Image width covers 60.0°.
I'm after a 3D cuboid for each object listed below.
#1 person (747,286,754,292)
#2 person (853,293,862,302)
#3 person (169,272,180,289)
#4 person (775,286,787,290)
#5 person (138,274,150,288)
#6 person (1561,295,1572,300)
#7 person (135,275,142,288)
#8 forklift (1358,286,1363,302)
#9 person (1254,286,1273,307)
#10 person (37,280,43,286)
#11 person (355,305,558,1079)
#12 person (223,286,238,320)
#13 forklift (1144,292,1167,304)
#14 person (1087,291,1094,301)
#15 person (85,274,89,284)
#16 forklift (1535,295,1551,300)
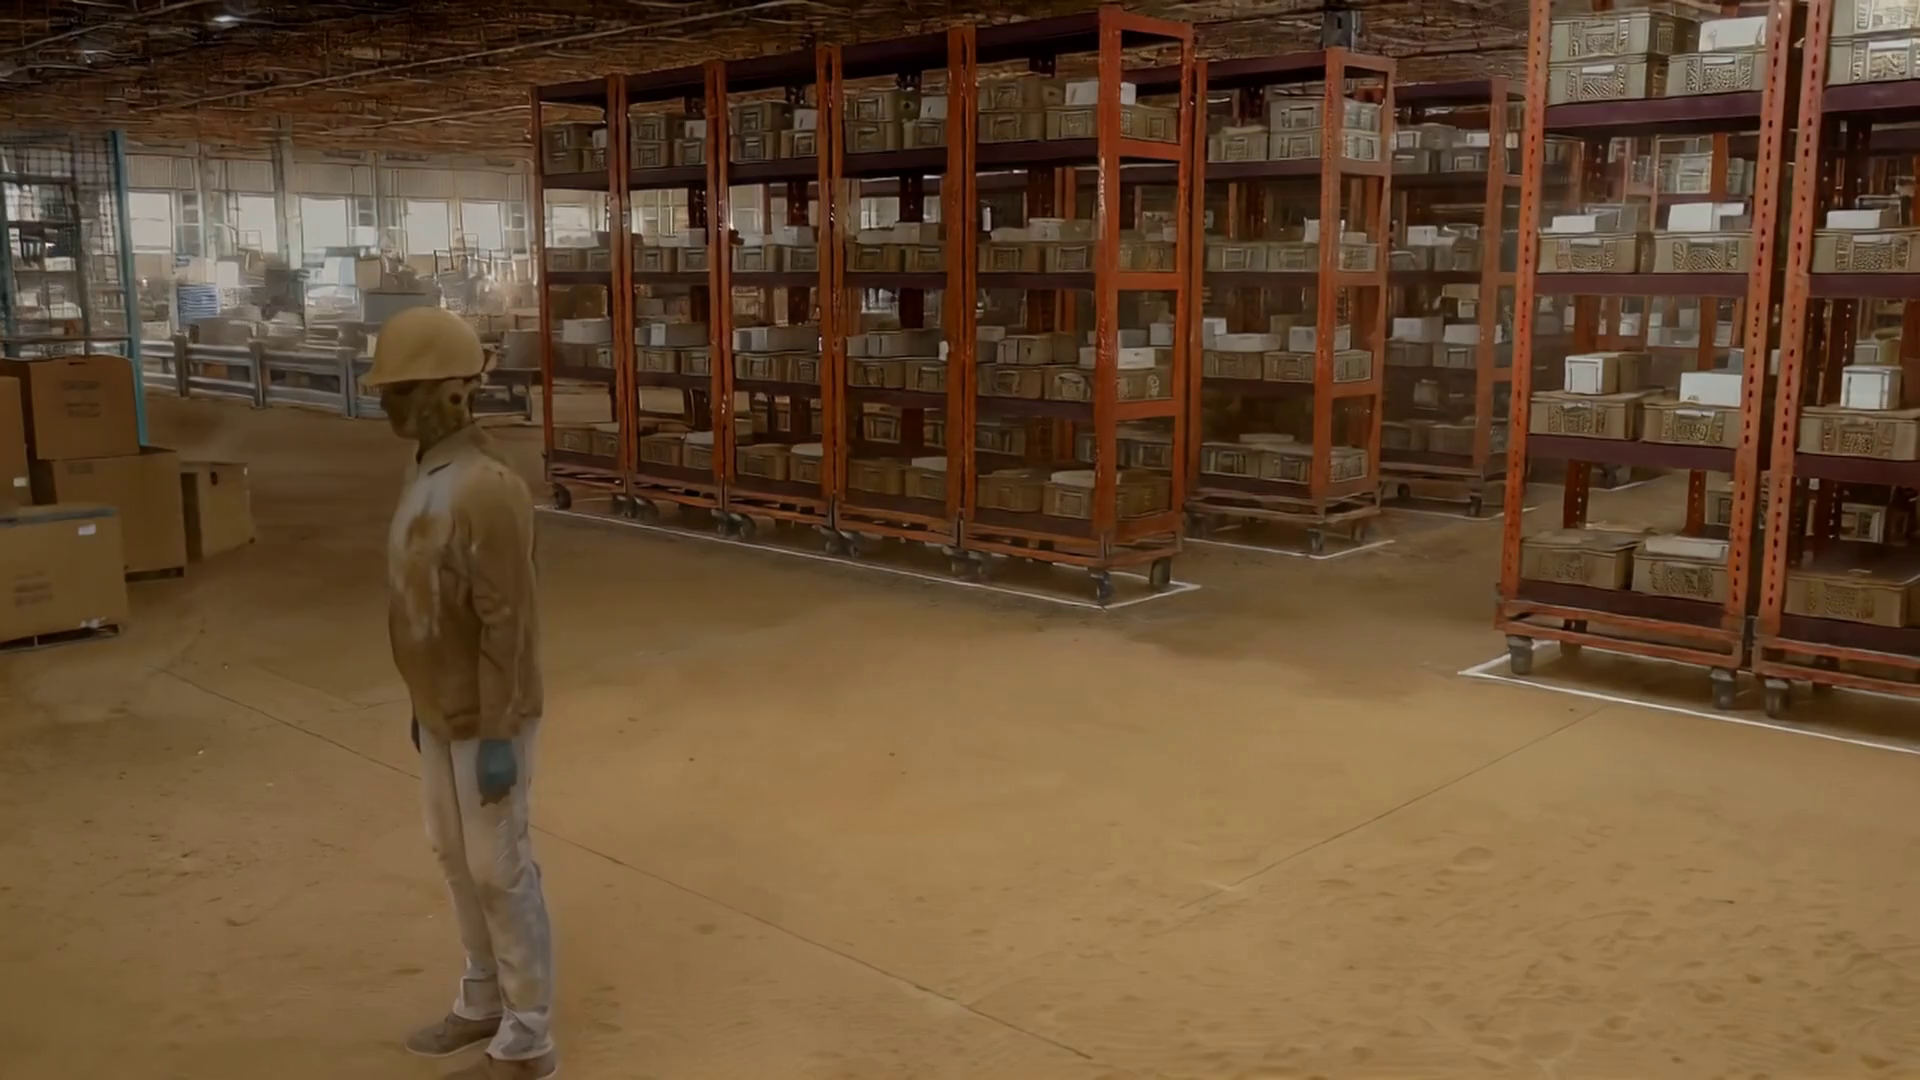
[{"bbox_3d":[-9.308,-10.773,73.625,0.471,1.683,0.549,-4,10,-22],"label":"person"},{"bbox_3d":[-4.325,-10.419,70.828,0.565,1.895,0.675,-4,10,-23],"label":"person"},{"bbox_3d":[-38.365,-12.154,81.168,0.609,1.996,0.379,3,10,18],"label":"person"},{"bbox_3d":[-8.348,-11.511,77.638,0.590,1.868,1.024,-2,10,-13],"label":"person"},{"bbox_3d":[-28.172,-8.222,57.432,1.050,1.883,0.645,-4,10,-21],"label":"person"},{"bbox_3d":[10.780,-3.705,29.717,0.531,1.877,0.672,-2,10,-13],"label":"person"},{"bbox_3d":[-26.959,-7.775,54.183,0.688,2.000,0.536,8,13,42],"label":"person"},{"bbox_3d":[11.100,-7.017,46.970,1.873,2.768,1.129,9,13,43],"label":"forklift"},{"bbox_3d":[7.279,-5.434,40.195,0.614,1.925,0.551,5,10,26],"label":"person"},{"bbox_3d":[-24.886,-6.168,45.221,0.393,1.756,0.538,-6,11,-34],"label":"person"},{"bbox_3d":[-1.253,0.415,4.159,0.400,1.986,0.608,-7,12,-38],"label":"person"},{"bbox_3d":[-16.532,-4.991,37.640,0.323,1.871,0.530,3,10,15],"label":"person"},{"bbox_3d":[7.205,-9.665,63.200,1.873,2.768,1.129,9,13,43],"label":"forklift"},{"bbox_3d":[4.505,-8.172,57.774,0.533,1.662,0.824,-9,13,-42],"label":"person"},{"bbox_3d":[-41.169,-11.619,78.358,0.429,1.842,0.634,-1,9,-7],"label":"person"},{"bbox_3d":[15.815,-6.774,45.478,1.873,2.768,1.129,9,13,43],"label":"forklift"}]
